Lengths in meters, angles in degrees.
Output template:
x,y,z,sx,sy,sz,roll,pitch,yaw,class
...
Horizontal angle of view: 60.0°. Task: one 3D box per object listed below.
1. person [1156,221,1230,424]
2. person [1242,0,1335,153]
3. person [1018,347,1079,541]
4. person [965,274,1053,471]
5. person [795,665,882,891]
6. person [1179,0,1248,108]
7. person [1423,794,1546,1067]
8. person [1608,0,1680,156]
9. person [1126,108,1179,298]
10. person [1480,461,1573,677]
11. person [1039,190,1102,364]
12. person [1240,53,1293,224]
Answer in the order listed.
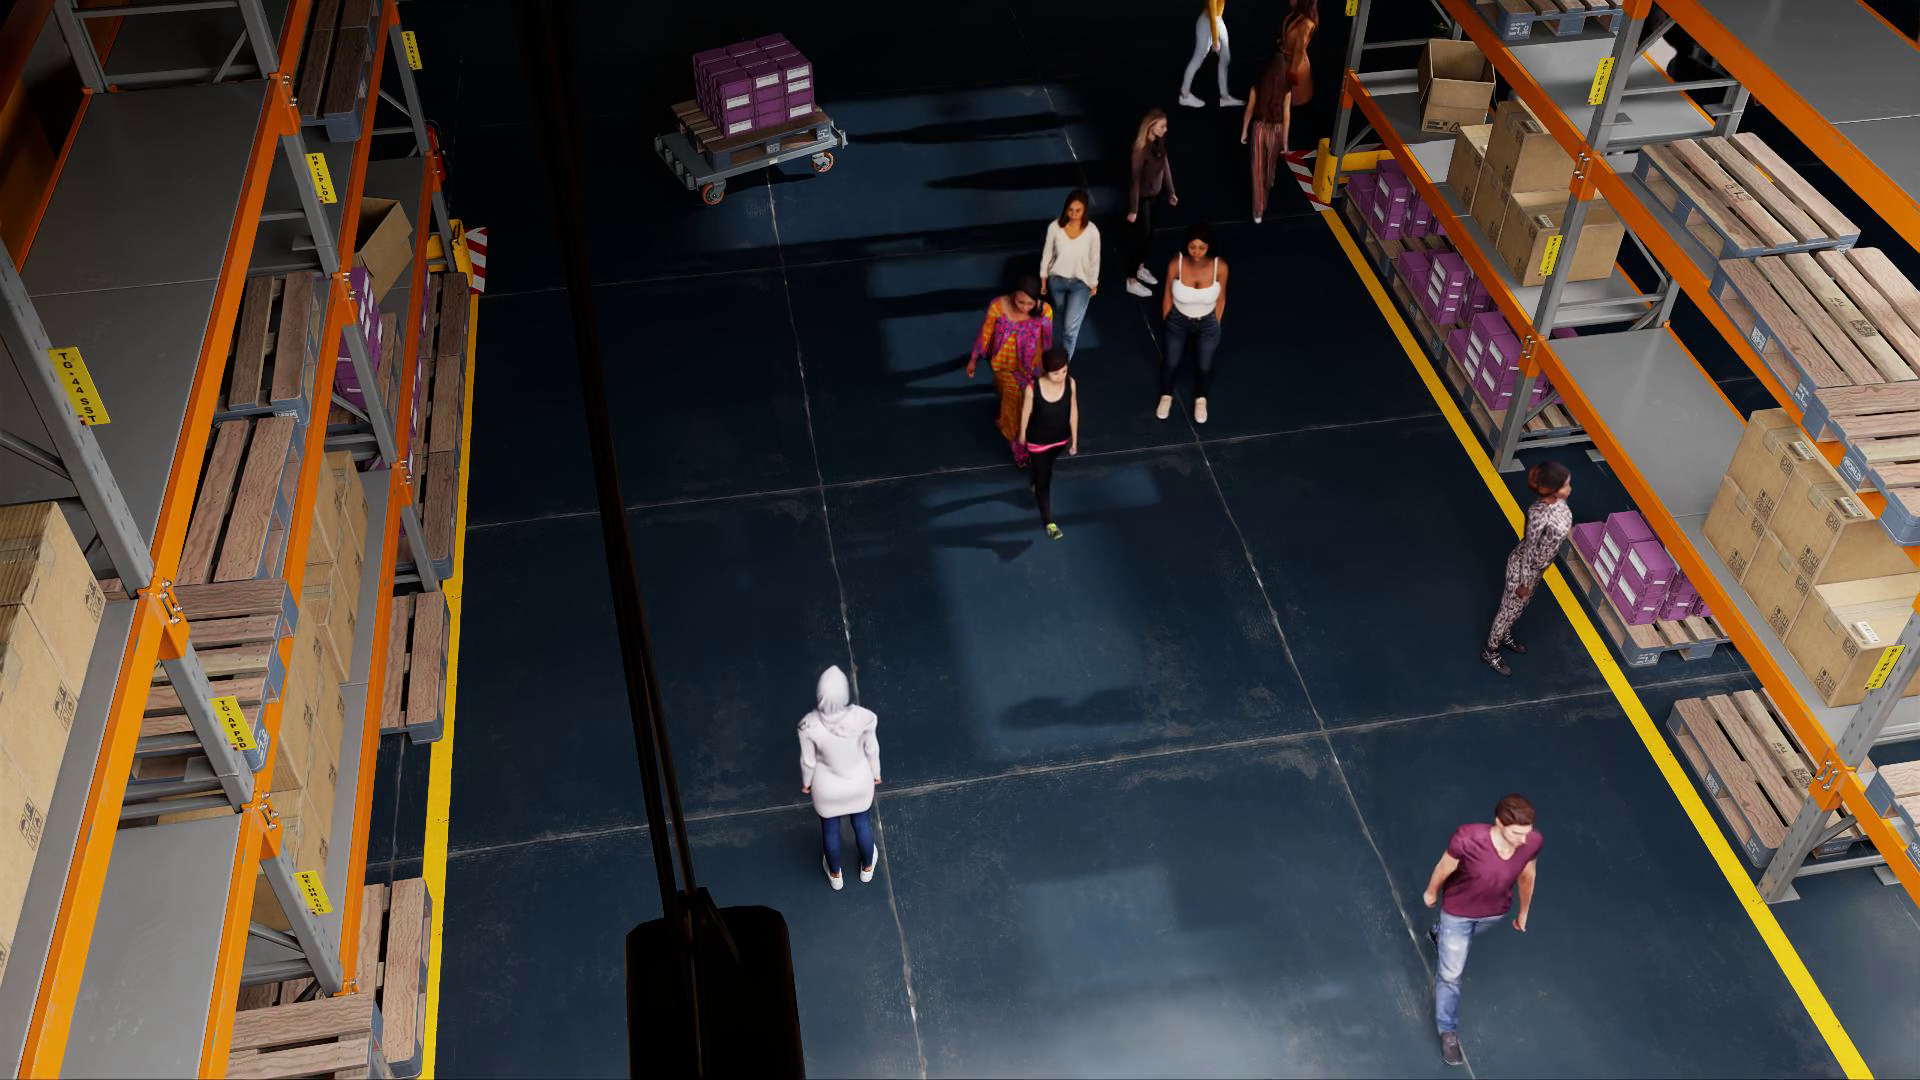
x,y,z,sx,sy,sz,roll,pitch,yaw,class
1.788,-1.678,12.786,0.705,1.809,0.701,6,44,6,person
3.226,-4.410,15.739,0.741,1.693,1.033,-8,44,-8,person
0.621,-0.821,12.100,0.663,1.514,1.046,-14,45,-14,person
0.444,-1.423,12.638,1.032,1.643,1.197,13,45,13,person
-0.686,1.390,9.590,0.606,1.776,0.518,-7,44,-7,person
2.369,-5.038,16.375,0.945,1.725,0.969,14,45,14,person
2.778,1.894,9.045,0.712,1.798,1.167,-4,44,-4,person
6.114,-3.872,15.043,0.746,1.872,0.700,0,44,0,person
1.545,-2.946,14.198,0.805,1.697,0.736,26,49,25,person
3.732,0.169,10.919,0.745,1.710,0.690,29,51,27,person
0.895,-2.108,13.355,0.951,1.646,1.159,13,45,13,person
2.756,-3.594,15.001,0.788,1.527,0.970,7,44,8,person
